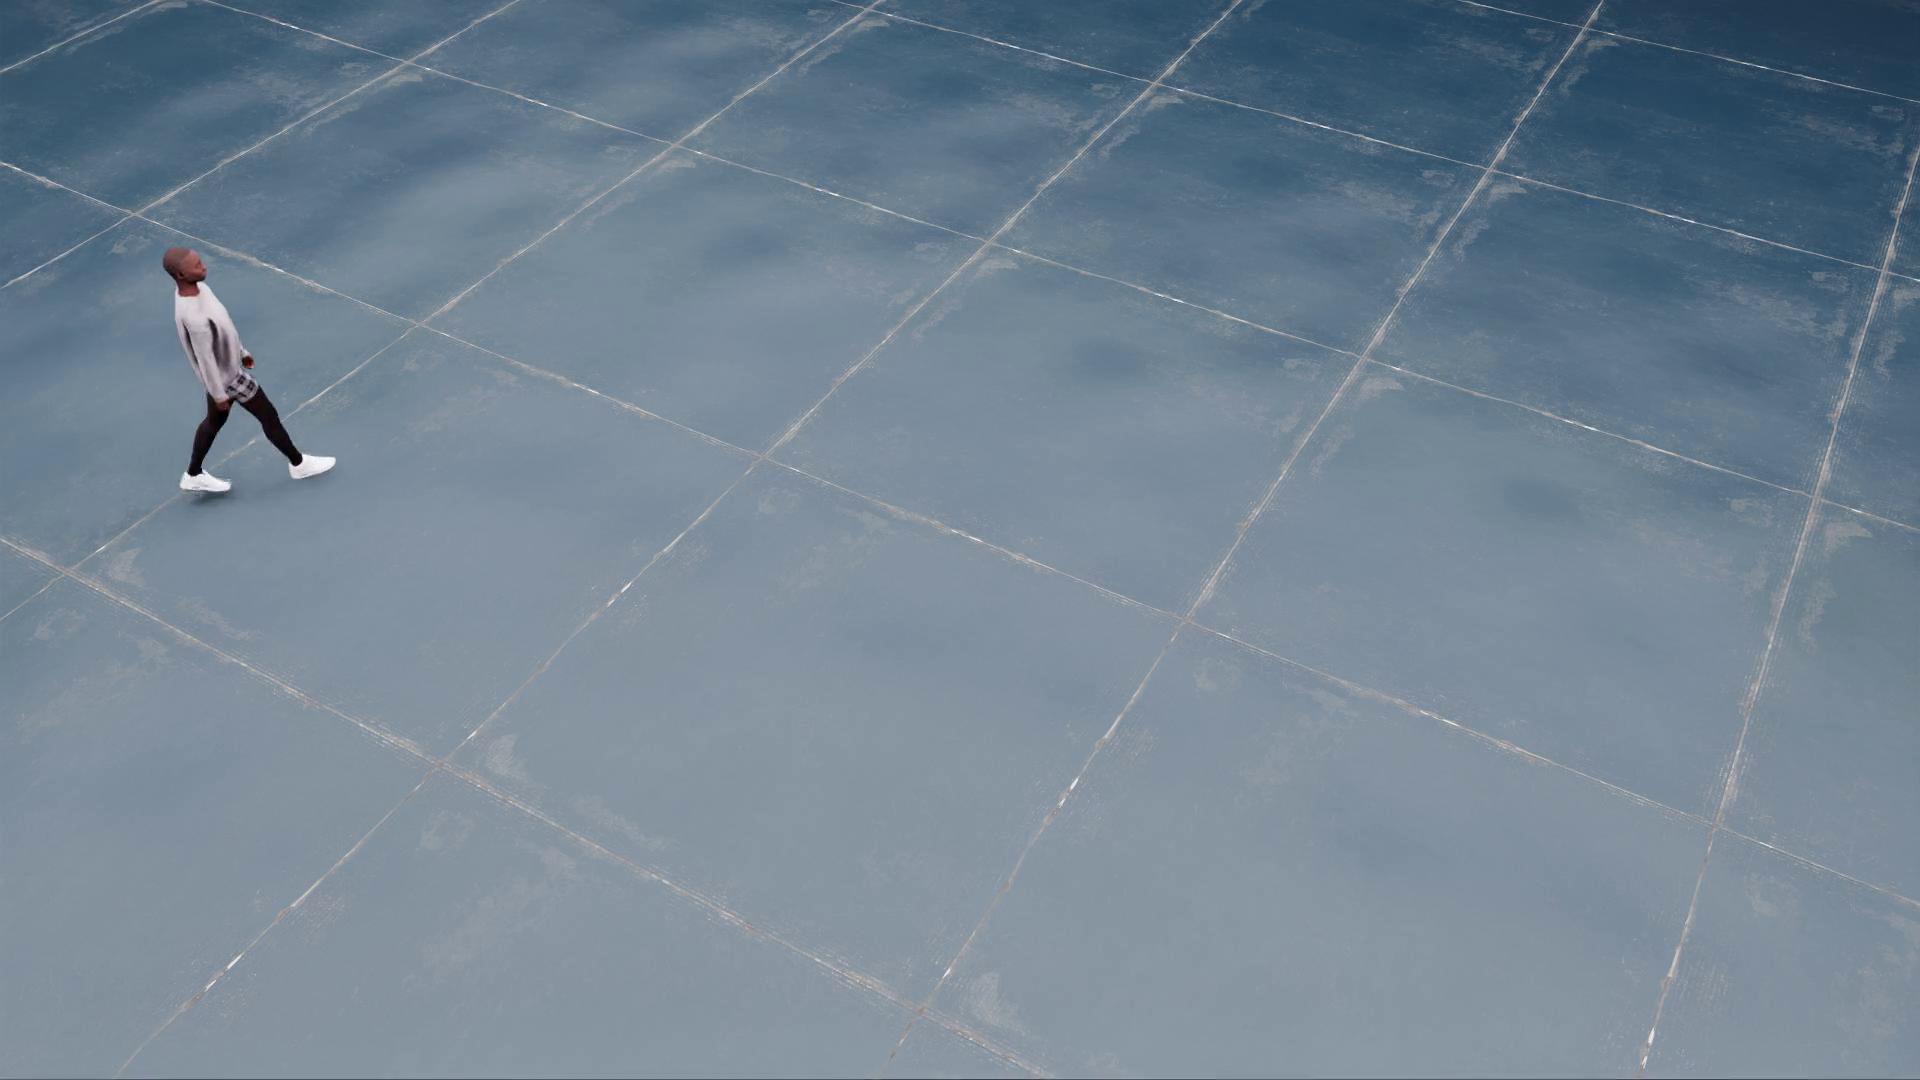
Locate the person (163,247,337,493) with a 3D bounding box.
[{"bbox_3d":[-4.539,-0.978,10.007,1.227,1.742,1.077,-16,45,-17],"label":"person"}]
